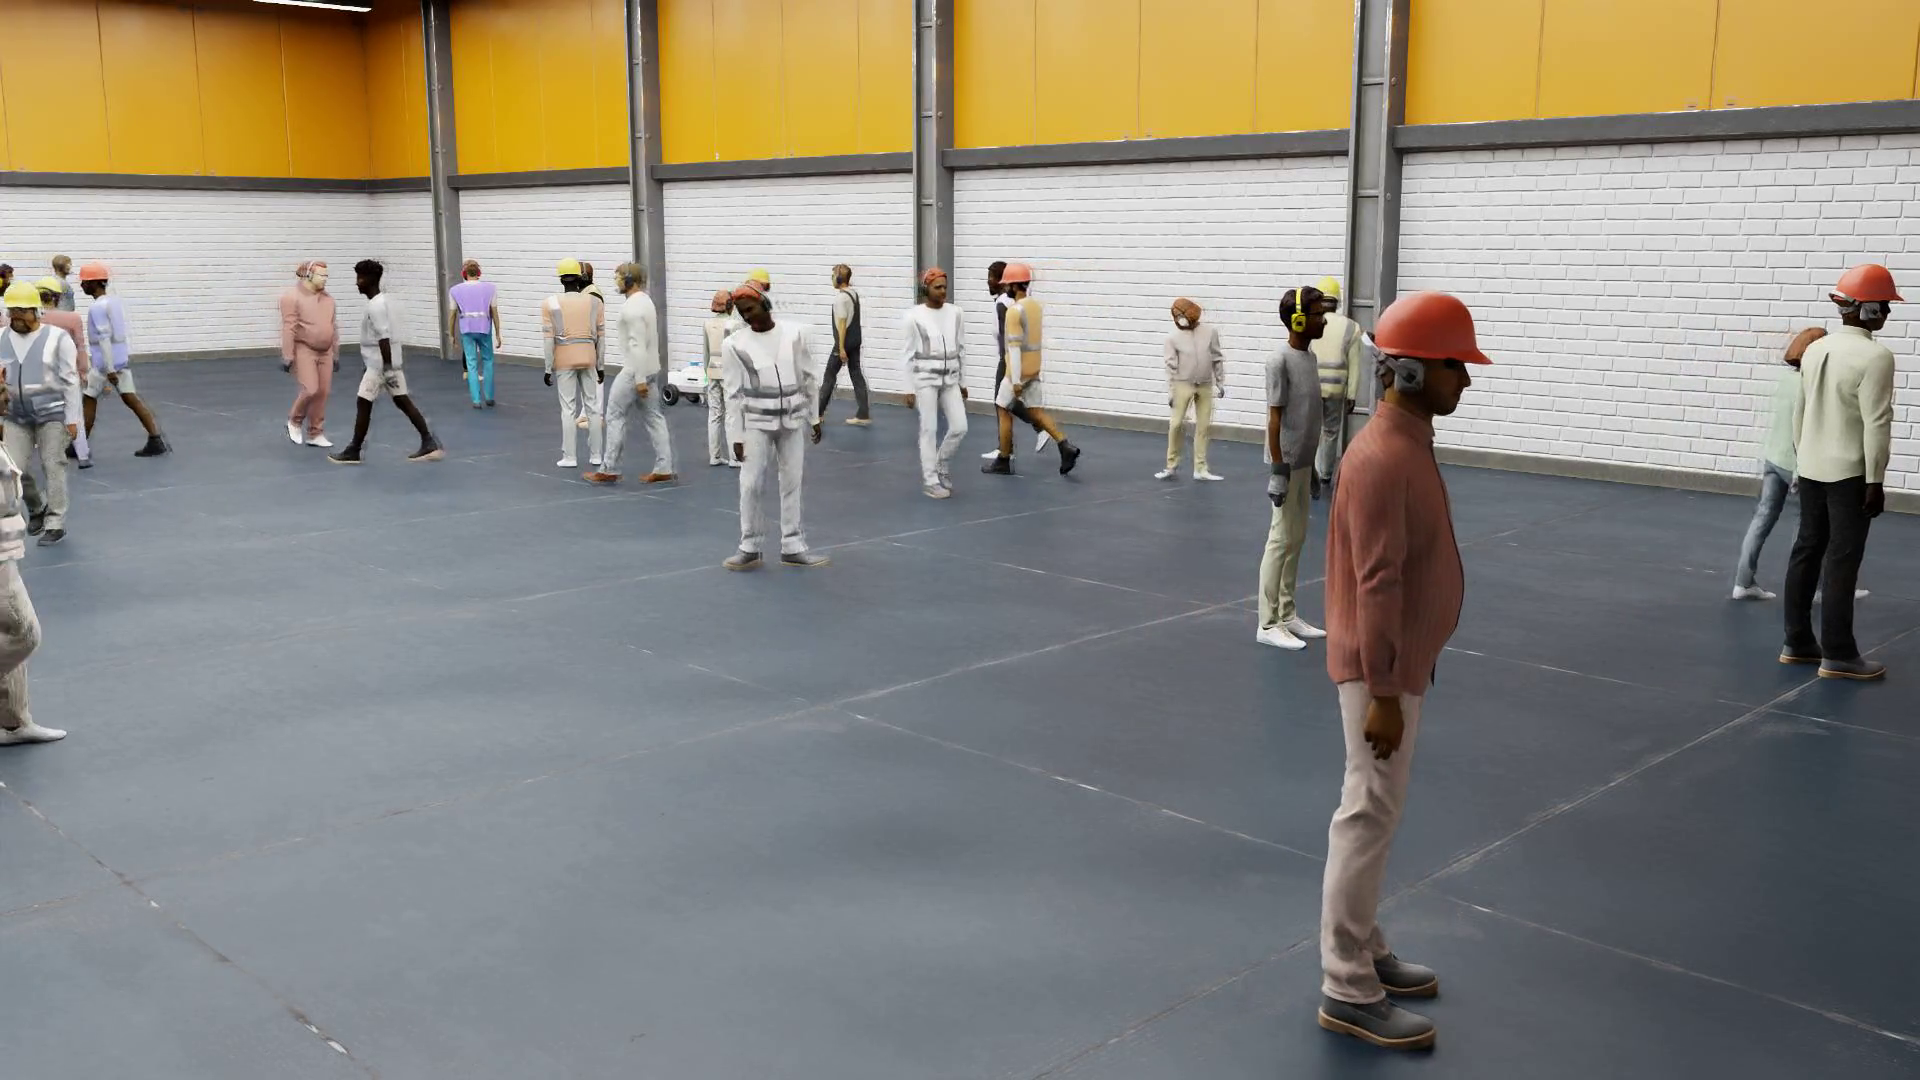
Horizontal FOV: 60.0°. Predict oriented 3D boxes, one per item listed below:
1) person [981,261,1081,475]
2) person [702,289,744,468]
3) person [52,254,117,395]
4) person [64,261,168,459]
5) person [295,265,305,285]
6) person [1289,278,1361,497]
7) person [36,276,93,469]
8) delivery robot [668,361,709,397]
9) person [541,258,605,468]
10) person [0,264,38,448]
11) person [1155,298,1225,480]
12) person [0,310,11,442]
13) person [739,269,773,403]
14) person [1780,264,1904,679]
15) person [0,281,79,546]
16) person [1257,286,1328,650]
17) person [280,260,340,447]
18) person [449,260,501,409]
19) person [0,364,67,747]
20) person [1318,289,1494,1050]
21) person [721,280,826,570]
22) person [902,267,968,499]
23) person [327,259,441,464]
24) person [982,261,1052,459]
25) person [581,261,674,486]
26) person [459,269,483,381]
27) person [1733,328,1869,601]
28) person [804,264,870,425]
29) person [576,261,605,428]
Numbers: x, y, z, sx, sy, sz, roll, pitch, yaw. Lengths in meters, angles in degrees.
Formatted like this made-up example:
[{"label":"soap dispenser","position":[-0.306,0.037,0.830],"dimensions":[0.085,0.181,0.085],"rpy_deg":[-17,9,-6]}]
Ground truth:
[{"label":"person","position":[0.620,-1.497,14.694],"dimensions":[0.855,1.911,0.558],"rpy_deg":[7,12,33]},{"label":"person","position":[-2.156,-1.477,15.296],"dimensions":[0.512,1.640,0.309],"rpy_deg":[8,13,37]},{"label":"person","position":[-11.833,-2.821,21.961],"dimensions":[1.049,1.888,0.643],"rpy_deg":[-4,11,-22]},{"label":"person","position":[-8.168,-1.710,15.922],"dimensions":[1.012,1.889,0.550],"rpy_deg":[-1,10,-4]},{"label":"person","position":[-11.195,-3.896,28.498],"dimensions":[0.286,1.632,0.507],"rpy_deg":[-9,13,-39]},{"label":"person","position":[2.981,-1.258,13.727],"dimensions":[0.591,1.787,0.949],"rpy_deg":[1,10,4]},{"label":"person","position":[-8.236,-1.508,15.154],"dimensions":[0.539,1.769,0.365],"rpy_deg":[-5,11,-25]},{"label":"delivery robot","position":[-3.327,-2.002,20.859],"dimensions":[0.707,0.478,0.477],"rpy_deg":[7,13,35]},{"label":"person","position":[-3.551,-1.620,15.297],"dimensions":[0.589,1.924,0.383],"rpy_deg":[-6,12,-30]},{"label":"person","position":[-9.504,-1.814,16.553],"dimensions":[0.433,1.849,0.544],"rpy_deg":[-6,12,-29]},{"label":"person","position":[2.029,-1.292,14.415],"dimensions":[0.590,1.597,0.328],"rpy_deg":[-2,11,-11]},{"label":"person","position":[-9.309,-1.645,15.928],"dimensions":[0.528,1.751,0.521],"rpy_deg":[-3,11,-15]},{"label":"person","position":[-2.490,-2.462,20.417],"dimensions":[0.429,1.715,0.506],"rpy_deg":[8,13,38]},{"label":"person","position":[4.296,-0.334,8.087],"dimensions":[0.393,1.995,0.612],"rpy_deg":[-1,10,-8]},{"label":"person","position":[-6.364,-0.865,11.459],"dimensions":[0.594,1.820,0.429],"rpy_deg":[-1,10,-7]},{"label":"person","position":[1.752,-0.375,8.662],"dimensions":[0.315,1.867,0.533],"rpy_deg":[7,12,32]},{"label":"person","position":[-6.494,-1.863,16.727],"dimensions":[0.421,1.884,0.658],"rpy_deg":[5,12,27]},{"label":"person","position":[-6.011,-2.546,20.613],"dimensions":[0.596,1.816,0.763],"rpy_deg":[-3,11,-17]},{"label":"person","position":[-4.004,0.079,6.823],"dimensions":[0.414,1.623,0.533],"rpy_deg":[-5,12,-27]},{"label":"person","position":[1.171,0.334,4.451],"dimensions":[0.402,1.990,0.622],"rpy_deg":[4,11,19]},{"label":"person","position":[-1.175,-0.716,10.582],"dimensions":[0.670,1.858,0.344],"rpy_deg":[-5,11,-24]},{"label":"person","position":[-0.179,-1.262,13.481],"dimensions":[0.619,1.870,0.410],"rpy_deg":[-6,12,-30]},{"label":"person","position":[-5.401,-1.661,15.573],"dimensions":[1.022,1.918,0.605],"rpy_deg":[-1,10,-7]},{"label":"person","position":[0.552,-1.704,15.849],"dimensions":[0.606,1.897,0.606],"rpy_deg":[2,11,9]},{"label":"person","position":[-2.869,-1.404,14.175],"dimensions":[0.888,1.905,0.641],"rpy_deg":[1,10,5]},{"label":"person","position":[-7.166,-3.175,24.389],"dimensions":[0.318,1.697,0.540],"rpy_deg":[-6,12,-30]},{"label":"person","position":[4.922,-0.418,9.619],"dimensions":[0.792,1.599,0.520],"rpy_deg":[0,10,2]},{"label":"person","position":[-1.390,-2.187,18.724],"dimensions":[0.809,1.814,0.515],"rpy_deg":[5,11,25]},{"label":"person","position":[-4.171,-2.168,18.508],"dimensions":[0.429,1.843,0.632],"rpy_deg":[-6,12,-29]}]
